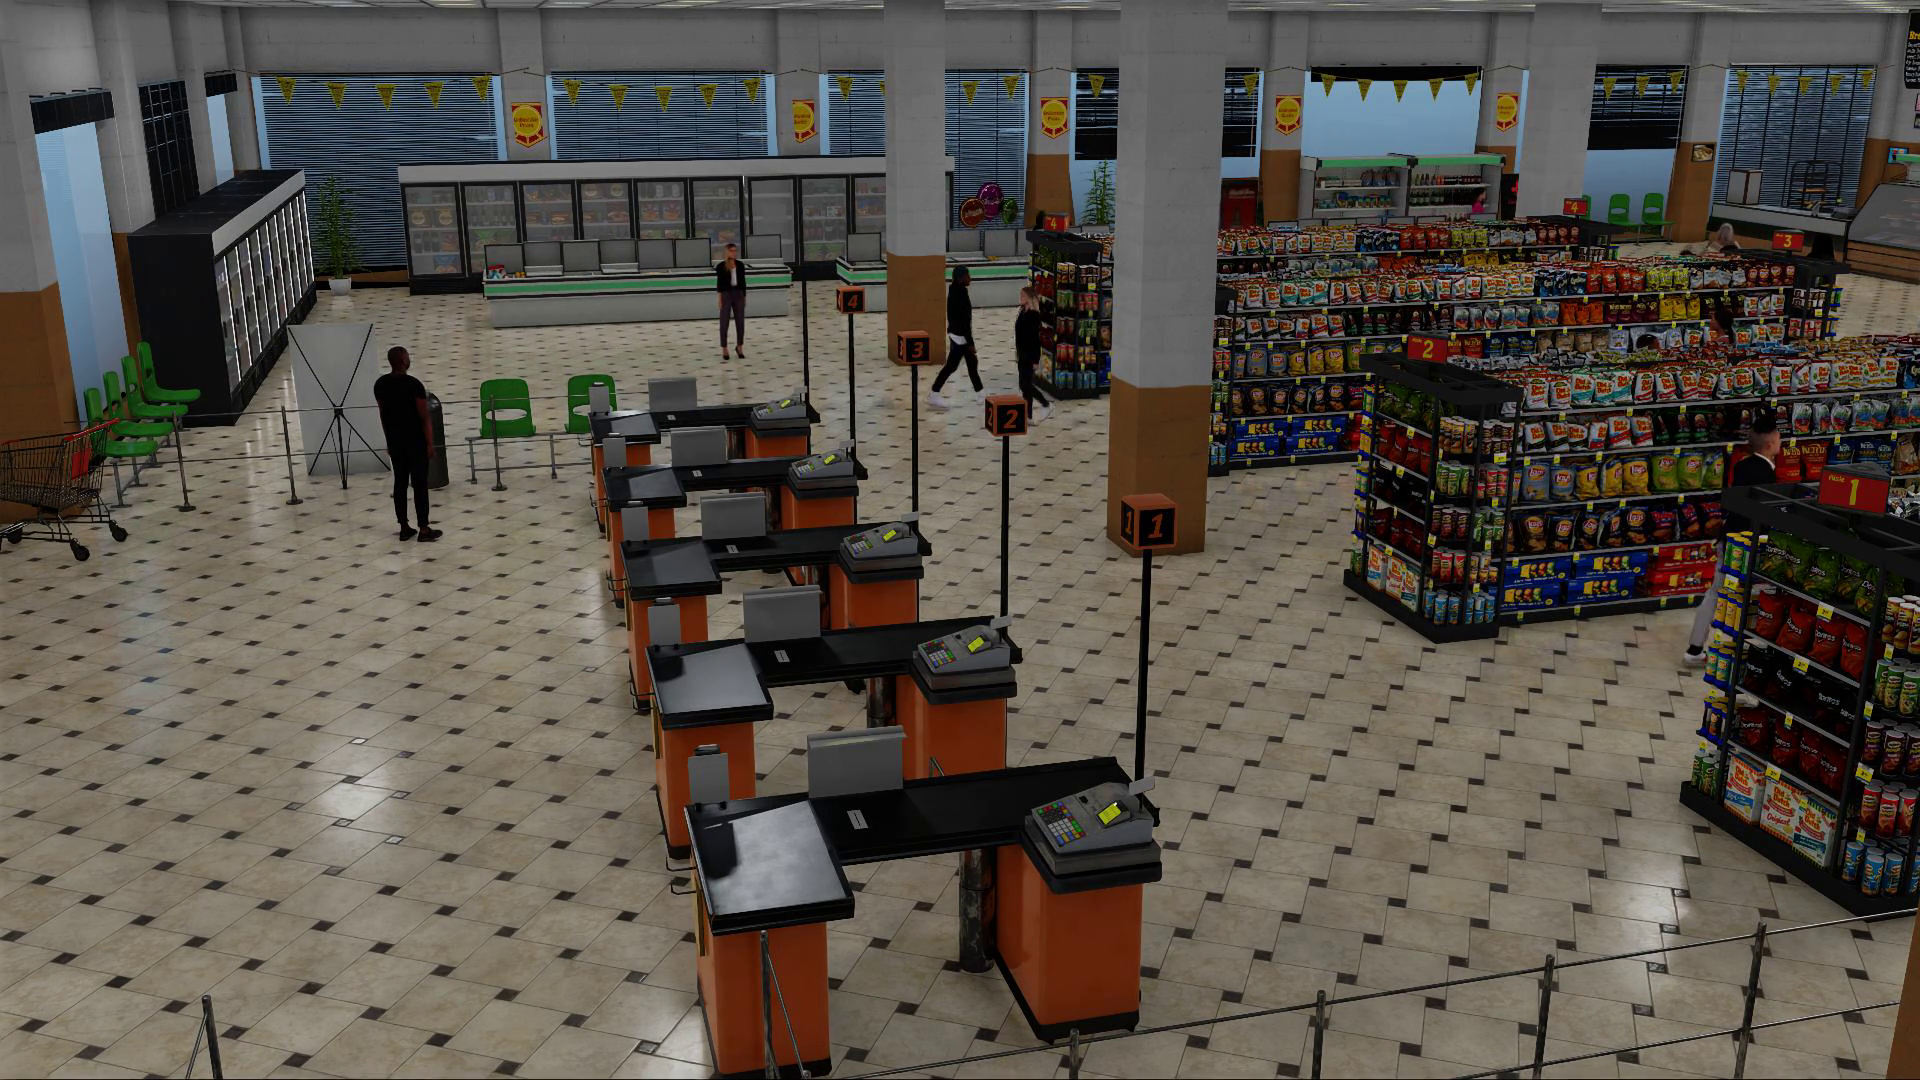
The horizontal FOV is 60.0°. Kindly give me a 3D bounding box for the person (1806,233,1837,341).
[{"bbox_3d":[12.202,-3.443,23.736,0.733,1.838,0.733,-13,21,-37],"label":"person"}]

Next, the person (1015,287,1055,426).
[{"bbox_3d":[0.910,-2.184,19.871,0.711,1.673,0.617,-4,17,-13],"label":"person"}]

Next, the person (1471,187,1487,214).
[{"bbox_3d":[10.015,-6.056,32.658,1.183,1.654,0.828,1,17,4],"label":"person"}]

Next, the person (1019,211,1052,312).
[{"bbox_3d":[1.281,-4.635,27.949,1.174,1.670,0.661,-5,18,-17],"label":"person"}]

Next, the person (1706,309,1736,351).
[{"bbox_3d":[8.098,-1.605,17.823,0.685,1.755,0.642,7,18,23],"label":"person"}]

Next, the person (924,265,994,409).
[{"bbox_3d":[-0.089,-2.493,20.716,1.267,1.774,0.833,-2,17,-5],"label":"person"}]

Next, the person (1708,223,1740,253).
[{"bbox_3d":[11.873,-4.044,25.960,1.163,1.695,0.988,3,17,9],"label":"person"}]

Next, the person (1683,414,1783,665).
[{"bbox_3d":[5.635,0.044,12.131,1.247,1.907,0.920,0,17,-1],"label":"person"}]

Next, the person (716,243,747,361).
[{"bbox_3d":[-3.311,-3.463,24.092,0.522,1.668,0.690,-8,19,-24],"label":"person"}]

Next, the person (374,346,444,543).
[{"bbox_3d":[-5.105,-0.888,15.350,0.685,1.820,0.811,4,17,14],"label":"person"}]
